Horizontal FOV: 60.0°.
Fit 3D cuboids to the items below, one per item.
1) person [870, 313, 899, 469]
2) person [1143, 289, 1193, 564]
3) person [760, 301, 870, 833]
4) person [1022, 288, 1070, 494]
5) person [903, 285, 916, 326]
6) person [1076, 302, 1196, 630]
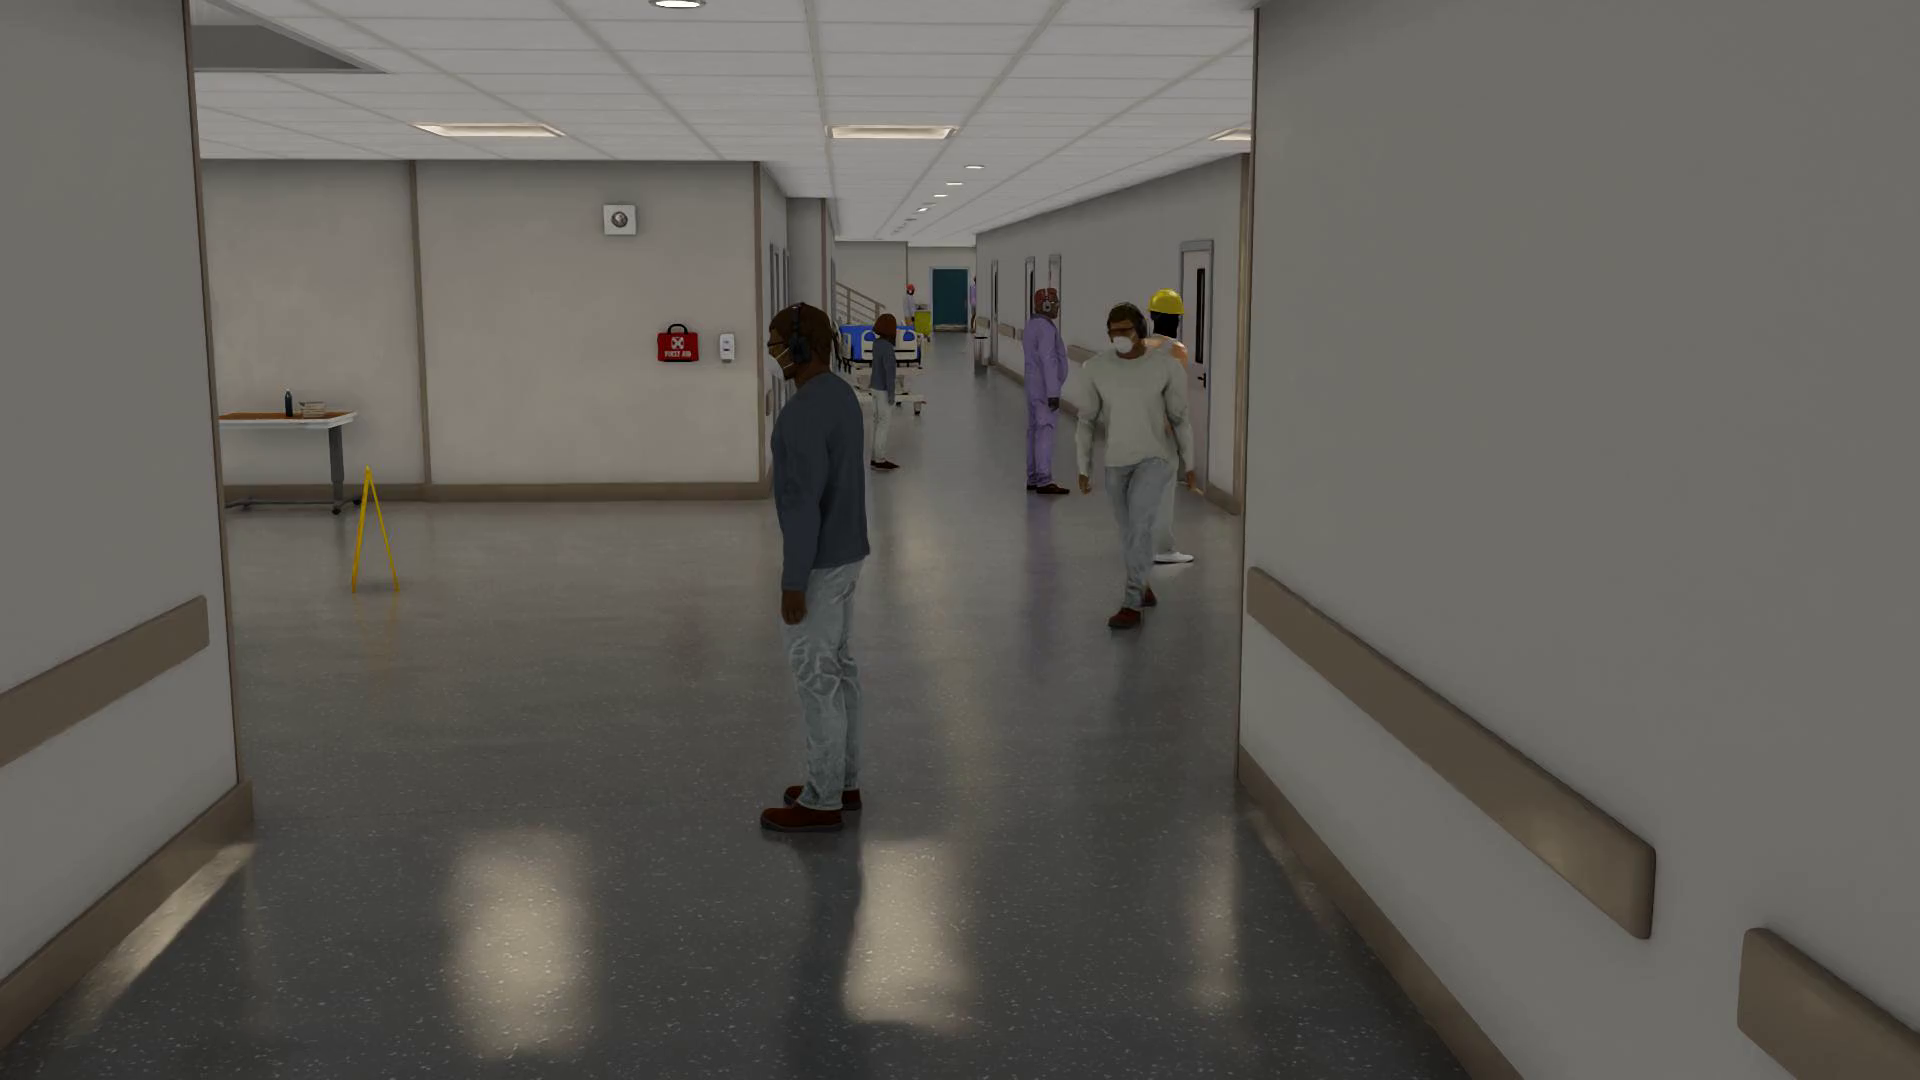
[{"bbox_3d":[-0.794,-1.555,17.427,0.282,1.624,0.494,-3,10,-21],"label":"person"},{"bbox_3d":[1.414,-0.798,11.720,0.372,1.925,0.595,-6,11,-34],"label":"person"},{"bbox_3d":[-0.527,0.100,6.096,0.384,1.930,0.634,1,9,9],"label":"person"},{"bbox_3d":[0.803,-1.385,15.478,0.410,1.909,0.642,-2,9,-14],"label":"person"},{"bbox_3d":[-1.425,-6.446,47.724,0.343,1.749,0.573,-4,10,-24],"label":"person"},{"bbox_3d":[1.042,-0.464,9.830,0.685,1.882,1.004,3,10,18],"label":"person"}]
